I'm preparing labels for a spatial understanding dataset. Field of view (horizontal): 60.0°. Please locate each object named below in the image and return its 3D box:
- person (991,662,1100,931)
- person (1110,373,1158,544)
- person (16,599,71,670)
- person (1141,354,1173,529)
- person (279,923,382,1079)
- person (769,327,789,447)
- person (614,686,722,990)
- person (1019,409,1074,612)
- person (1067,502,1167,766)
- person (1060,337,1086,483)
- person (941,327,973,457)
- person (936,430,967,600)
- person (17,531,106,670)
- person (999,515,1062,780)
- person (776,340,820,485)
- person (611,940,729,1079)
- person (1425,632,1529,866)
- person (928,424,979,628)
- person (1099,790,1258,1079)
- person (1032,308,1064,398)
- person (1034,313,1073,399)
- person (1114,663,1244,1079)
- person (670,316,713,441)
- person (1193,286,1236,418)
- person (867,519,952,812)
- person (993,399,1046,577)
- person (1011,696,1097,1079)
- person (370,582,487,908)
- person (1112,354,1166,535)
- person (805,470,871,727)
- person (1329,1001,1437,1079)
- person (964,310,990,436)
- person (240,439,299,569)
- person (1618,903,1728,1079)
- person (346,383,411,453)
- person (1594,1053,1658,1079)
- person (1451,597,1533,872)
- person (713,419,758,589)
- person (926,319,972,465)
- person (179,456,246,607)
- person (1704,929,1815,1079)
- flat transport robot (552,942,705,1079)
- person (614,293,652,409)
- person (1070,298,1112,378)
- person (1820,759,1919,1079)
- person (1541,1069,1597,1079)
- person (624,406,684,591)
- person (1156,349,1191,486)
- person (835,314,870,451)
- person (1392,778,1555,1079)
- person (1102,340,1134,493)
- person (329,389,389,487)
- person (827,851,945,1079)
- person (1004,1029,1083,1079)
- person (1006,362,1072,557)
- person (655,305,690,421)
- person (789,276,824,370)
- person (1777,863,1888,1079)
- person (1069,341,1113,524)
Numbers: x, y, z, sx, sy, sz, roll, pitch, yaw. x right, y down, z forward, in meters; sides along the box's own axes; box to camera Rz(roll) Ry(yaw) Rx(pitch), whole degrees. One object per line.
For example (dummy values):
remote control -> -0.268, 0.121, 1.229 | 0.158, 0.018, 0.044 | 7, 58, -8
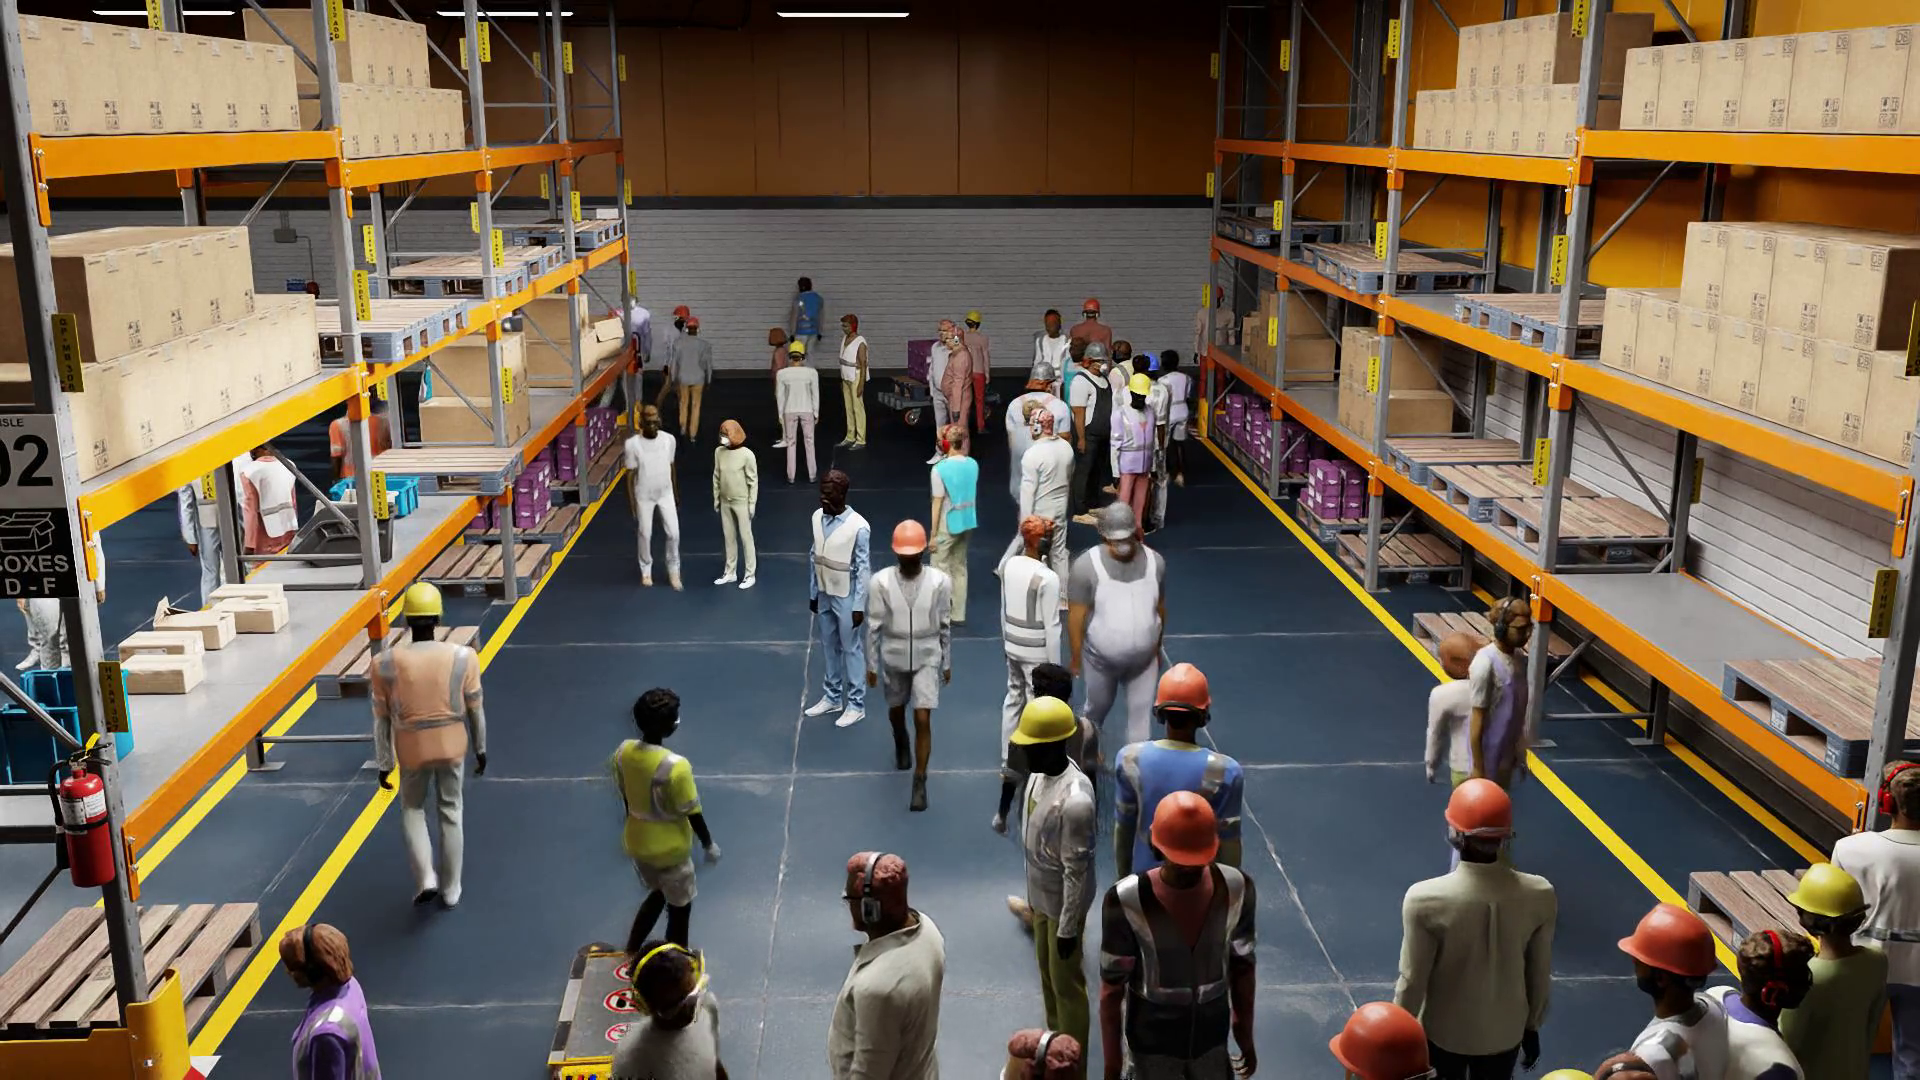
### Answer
person -> 0.413, 1.437, 8.829 | 0.545, 1.658, 0.851 | -10, 17, -35
person -> 1.779, -0.738, 16.845 | 0.591, 1.923, 0.381 | -10, 17, -35
person -> -7.518, 0.128, 13.489 | 0.584, 1.911, 0.392 | 3, 15, 10
person -> 2.038, -1.043, 17.995 | 0.605, 1.948, 0.403 | -14, 20, -43
person -> -2.255, 2.155, 6.082 | 0.313, 1.631, 0.523 | -4, 15, -16
person -> -2.446, -2.085, 22.716 | 0.266, 1.632, 0.507 | 1, 14, 4
person -> -1.478, 1.535, 8.418 | 0.551, 1.684, 0.420 | 14, 20, 43
person -> 0.743, -0.240, 14.958 | 0.397, 1.898, 0.644 | 12, 19, 39
person -> 1.044, 0.658, 11.136 | 0.684, 2.000, 0.918 | -3, 15, -10
person -> 1.408, -1.581, 20.357 | 0.541, 1.823, 0.481 | 9, 17, 30
person -> -0.042, -1.712, 20.735 | 0.399, 1.899, 0.635 | 2, 14, 6
person -> -0.075, -0.251, 15.523 | 0.314, 1.634, 0.517 | 3, 15, 12
person -> -6.800, 0.352, 12.572 | 0.635, 1.932, 0.363 | -7, 16, -27
person -> 0.476, 0.753, 11.088 | 0.342, 1.879, 0.579 | -10, 17, -34
person -> -1.981, -1.557, 20.378 | 0.526, 1.769, 0.328 | -1, 14, -4
person -> -0.941, 2.159, 5.687 | 0.652, 1.832, 0.588 | 7, 16, 24
person -> 2.940, 1.290, 9.524 | 0.573, 1.594, 0.448 | -2, 14, -9
person -> -0.081, -0.091, 14.501 | 0.477, 1.829, 0.616 | 12, 19, 39
person -> 0.839, 1.891, 6.320 | 0.619, 2.028, 0.409 | -3, 15, -12
person -> 1.242, -2.261, 22.983 | 0.521, 1.851, 0.385 | 8, 16, 29
person -> 1.261, -2.097, 22.292 | 0.593, 1.879, 0.376 | 6, 15, 22
person -> 1.002, 1.553, 7.643 | 0.607, 2.036, 0.412 | 7, 16, 26
person -> -3.727, -2.243, 23.149 | 0.583, 1.719, 0.438 | -1, 14, -3
person -> 3.782, -2.798, 24.791 | 0.623, 1.993, 0.384 | 4, 15, 16
person -> -0.333, 0.752, 11.051 | 0.554, 1.908, 0.912 | 0, 14, -2
person -> 0.617, -0.399, 15.590 | 0.535, 1.900, 0.712 | -3, 15, -11
person -> 0.421, 1.623, 7.593 | 0.397, 1.920, 0.587 | -4, 15, -14
person -> -2.981, 1.168, 9.391 | 0.602, 1.910, 0.409 | -5, 15, -18
person -> 1.920, -1.026, 17.924 | 0.599, 1.958, 0.378 | 5, 15, 17
person -> -0.892, 0.415, 12.334 | 0.591, 1.919, 0.392 | 13, 20, 42
person -> 1.201, 2.276, 4.874 | 0.622, 1.994, 0.381 | -11, 18, -38
person -> 0.187, -2.363, 23.541 | 0.523, 1.769, 0.322 | 7, 16, 24
person -> -5.853, -0.050, 14.188 | 0.396, 1.908, 0.599 | 4, 15, 16
person -> 2.316, 2.128, 5.567 | 0.376, 1.939, 0.547 | 13, 19, 41
person -> -5.741, -0.738, 16.616 | 0.684, 2.000, 0.535 | 8, 16, 28
person -> 2.076, 2.371, 5.247 | 0.552, 1.623, 0.482 | -5, 15, -18
person -> 3.010, 1.204, 9.385 | 0.328, 1.842, 0.513 | 12, 19, 40
person -> -2.151, -0.347, 15.892 | 0.506, 1.632, 0.268 | 9, 17, 32
person -> -0.156, -1.885, 21.384 | 0.643, 1.910, 0.400 | 11, 18, 38
person -> -6.433, -0.098, 14.381 | 0.409, 1.907, 0.598 | 8, 16, 29
person -> 2.600, 2.164, 5.607 | 0.392, 1.847, 0.563 | 1, 14, 2
flat transport robot -> -1.595, 2.348, 8.030 | 0.652, 0.197, 1.431 | -1, 14, -6
person -> -4.976, -2.861, 25.185 | 0.641, 1.920, 0.520 | -4, 15, -16
person -> 1.803, -2.353, 23.096 | 0.631, 1.981, 0.433 | 6, 15, 21
person -> 3.897, 1.823, 6.974 | 0.561, 1.836, 0.395 | 3, 15, 12
person -> 1.668, 2.356, 4.721 | 0.582, 1.918, 0.392 | 2, 14, 9
person -> -2.910, -0.395, 15.760 | 0.525, 1.798, 0.722 | -7, 16, -26
person -> 2.578, -1.497, 20.290 | 0.588, 1.673, 0.463 | -8, 16, -29
person -> -1.437, -2.137, 22.509 | 0.390, 1.840, 0.565 | -9, 17, -32
person -> 1.976, 1.903, 6.429 | 0.635, 1.999, 0.573 | -2, 14, -8
person -> 1.948, -1.477, 19.944 | 0.430, 1.837, 0.629 | 10, 17, 35
person -> -5.866, -0.594, 16.245 | 0.619, 1.948, 0.487 | -13, 19, -41
person -> -0.277, 2.029, 6.055 | 0.402, 1.895, 0.652 | 3, 15, 13
person -> 0.259, 2.320, 4.905 | 0.395, 1.900, 0.654 | 3, 15, 11
person -> 0.837, -0.811, 16.901 | 0.673, 2.000, 0.536 | 6, 15, 22
person -> -4.271, -2.649, 24.779 | 0.674, 1.707, 0.594 | 14, 20, 43
person -> -2.576, -3.494, 27.845 | 0.653, 1.836, 0.429 | -13, 19, -40
person -> 3.199, 2.049, 6.247 | 0.528, 1.761, 0.340 | -6, 15, -22
person -> 1.498, -1.201, 18.433 | 0.535, 2.000, 0.680 | 8, 16, 27
